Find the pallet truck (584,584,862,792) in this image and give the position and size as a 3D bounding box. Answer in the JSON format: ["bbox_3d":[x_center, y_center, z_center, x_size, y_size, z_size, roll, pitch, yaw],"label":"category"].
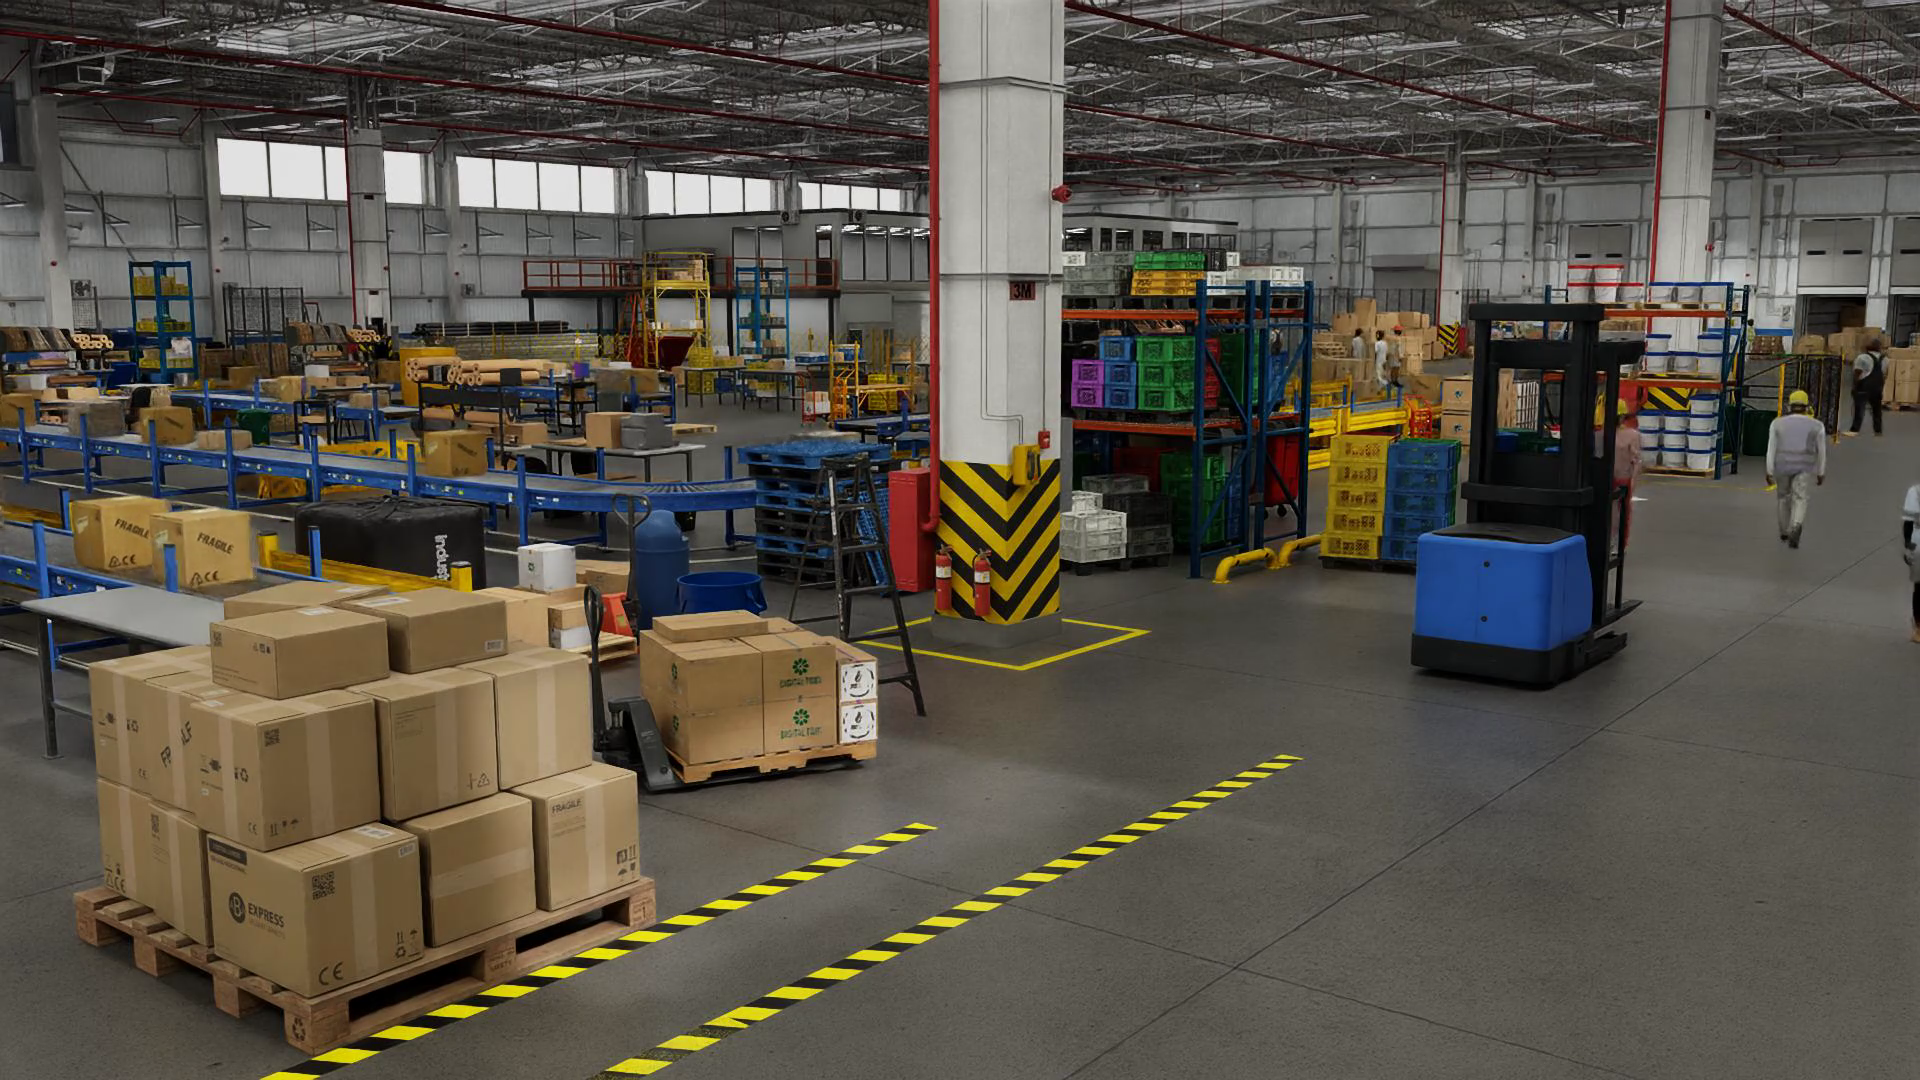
[{"bbox_3d":[-1.426,0.805,10.019,1.601,1.201,0.680,-4,9,-26],"label":"pallet truck"}]

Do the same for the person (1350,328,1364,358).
[{"bbox_3d":[12.108,-5.581,51.044,0.553,1.832,0.409,-7,11,-41],"label":"person"}]

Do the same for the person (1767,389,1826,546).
[{"bbox_3d":[9.565,-0.825,19.054,0.605,1.813,0.759,5,10,29],"label":"person"}]

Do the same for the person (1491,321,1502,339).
[{"bbox_3d":[19.537,-6.991,60.361,1.003,1.882,0.651,6,10,36],"label":"person"}]

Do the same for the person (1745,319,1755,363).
[{"bbox_3d":[32.654,-8.222,68.813,0.624,1.845,0.430,-7,11,-38],"label":"person"}]

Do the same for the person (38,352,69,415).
[{"bbox_3d":[-19.546,-3.421,35.860,0.617,2.018,0.820,-1,8,-4],"label":"person"}]

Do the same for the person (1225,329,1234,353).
[{"bbox_3d":[7.470,-4.929,46.188,0.361,1.965,0.613,0,8,3],"label":"person"}]

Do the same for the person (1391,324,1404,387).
[{"bbox_3d":[13.513,-5.691,51.410,0.350,1.942,0.545,-1,9,-9],"label":"person"}]

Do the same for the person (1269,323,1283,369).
[{"bbox_3d":[11.393,-6.914,59.981,0.517,1.843,0.326,-4,9,-25],"label":"person"}]

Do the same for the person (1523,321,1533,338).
[{"bbox_3d":[27.033,-9.790,79.191,0.420,1.905,0.665,-2,9,-16],"label":"person"}]

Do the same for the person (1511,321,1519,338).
[{"bbox_3d":[26.368,-9.763,78.911,0.382,1.924,0.594,3,9,17],"label":"person"}]

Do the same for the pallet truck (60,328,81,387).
[{"bbox_3d":[-23.775,-4.544,43.495,1.885,1.965,0.823,6,10,35],"label":"pallet truck"}]

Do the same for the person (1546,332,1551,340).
[{"bbox_3d":[14.494,-4.194,41.321,0.620,1.958,0.983,-4,9,-23],"label":"person"}]

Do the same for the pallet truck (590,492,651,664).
[{"bbox_3d":[-3.115,0.344,12.883,0.653,1.274,1.630,7,11,37],"label":"pallet truck"}]

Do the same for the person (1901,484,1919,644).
[{"bbox_3d":[7.904,0.078,13.465,0.538,1.659,0.853,4,9,27],"label":"person"}]

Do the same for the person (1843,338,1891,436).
[{"bbox_3d":[18.387,-3.122,33.760,0.847,2.000,0.534,0,8,-2],"label":"person"}]

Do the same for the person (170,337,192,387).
[{"bbox_3d":[-22.569,-5.176,48.167,0.649,1.883,0.733,-3,9,-17],"label":"person"}]

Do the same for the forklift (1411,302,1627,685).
[{"bbox_3d":[4.379,-0.438,12.852,1.129,2.768,1.873,7,11,37],"label":"forklift"}]

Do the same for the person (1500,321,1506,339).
[{"bbox_3d":[22.659,-8.284,69.557,0.295,1.743,0.493,0,8,2],"label":"person"}]

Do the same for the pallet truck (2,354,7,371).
[{"bbox_3d":[-24.881,-4.417,42.634,1.885,1.965,0.823,8,11,41],"label":"pallet truck"}]

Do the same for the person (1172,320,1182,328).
[{"bbox_3d":[8.962,-8.159,68.247,0.340,1.881,0.585,-8,11,-42],"label":"person"}]

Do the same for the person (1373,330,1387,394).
[{"bbox_3d":[12.033,-5.060,47.483,0.528,1.850,0.549,-6,10,-35],"label":"person"}]

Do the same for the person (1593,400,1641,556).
[{"bbox_3d":[7.120,-0.659,18.171,0.552,1.725,0.853,8,11,43],"label":"person"}]

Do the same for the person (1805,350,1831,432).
[{"bbox_3d":[17.216,-2.923,33.347,0.532,1.751,0.476,-2,9,-11],"label":"person"}]
